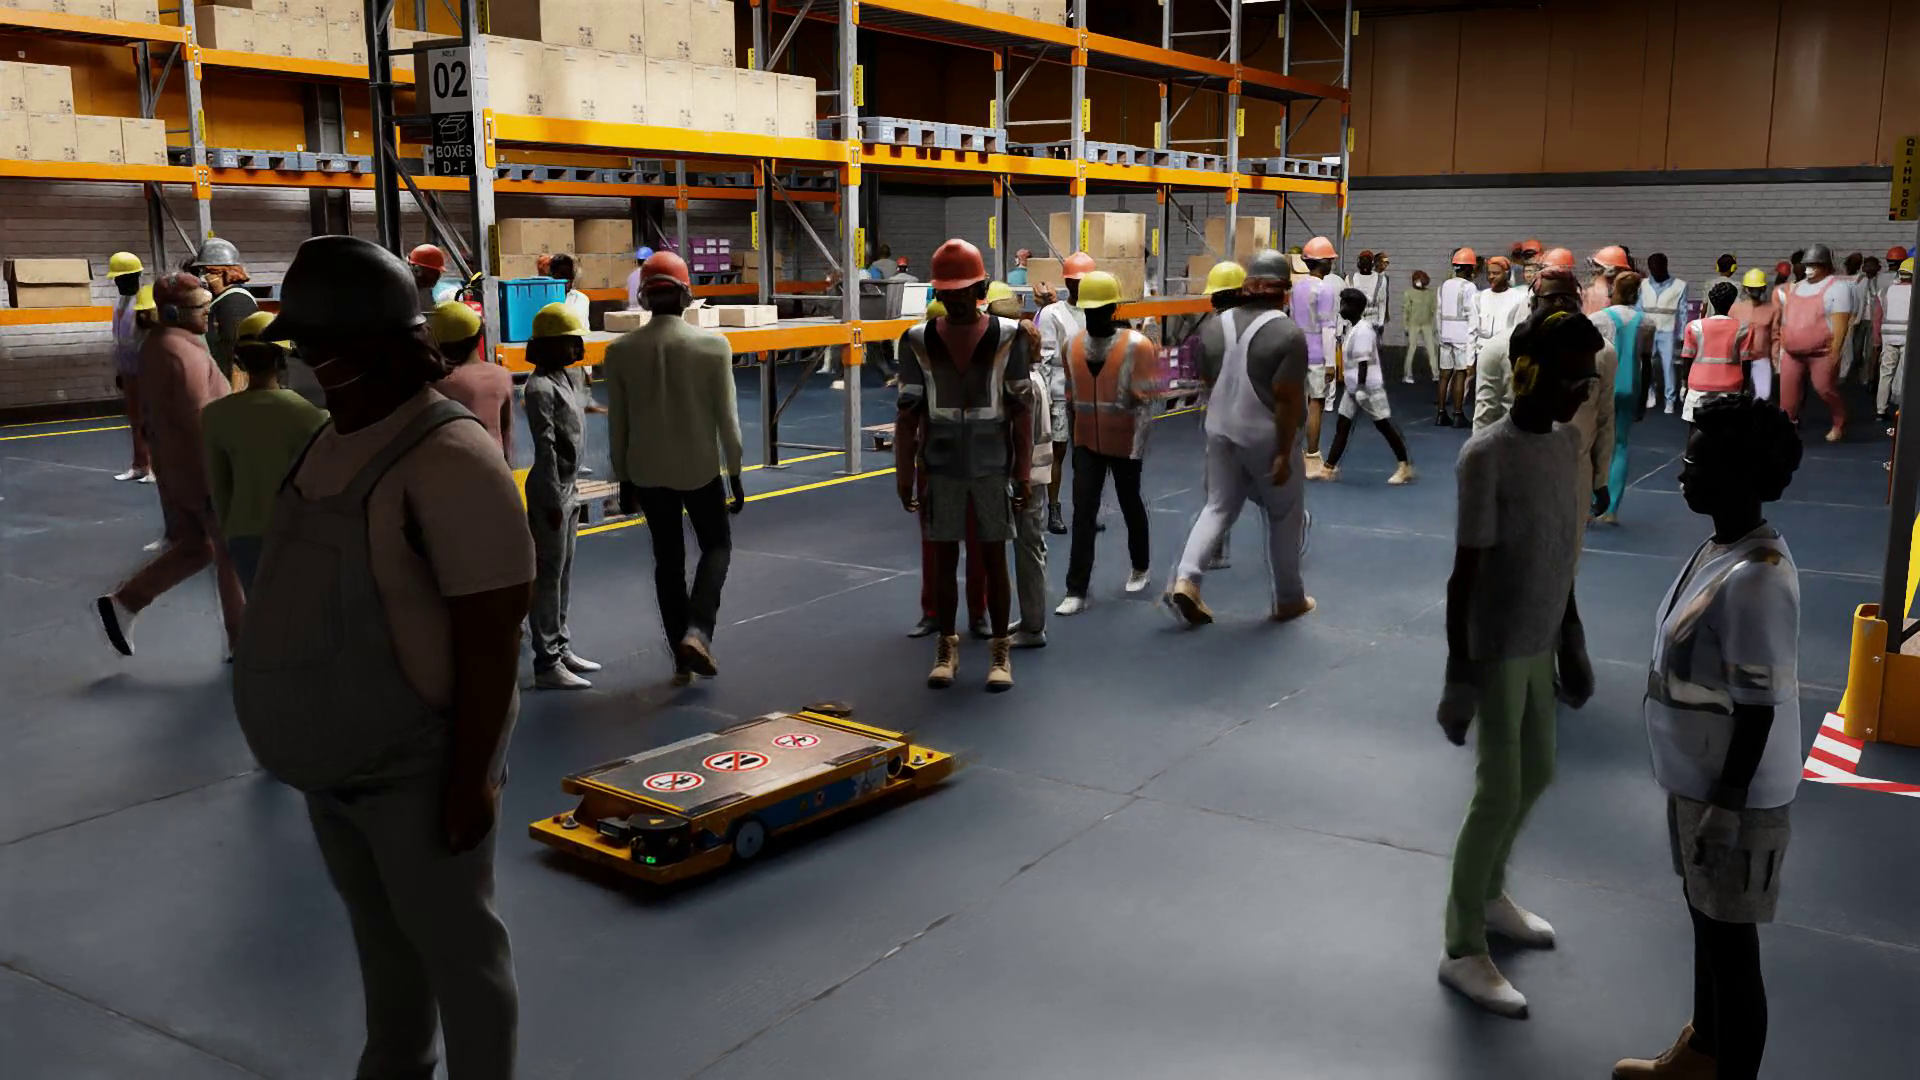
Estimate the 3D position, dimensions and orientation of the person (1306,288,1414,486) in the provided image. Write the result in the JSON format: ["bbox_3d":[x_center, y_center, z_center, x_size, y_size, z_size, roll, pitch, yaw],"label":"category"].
[{"bbox_3d":[3.350,-1.263,13.762,0.915,1.636,0.580,0,10,2],"label":"person"}]

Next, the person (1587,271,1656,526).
[{"bbox_3d":[4.667,-1.005,11.846,0.538,1.804,0.471,0,10,2],"label":"person"}]

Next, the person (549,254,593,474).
[{"bbox_3d":[-3.426,-1.490,14.272,0.388,1.908,0.584,9,14,42],"label":"person"}]

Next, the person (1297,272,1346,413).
[{"bbox_3d":[4.181,-2.434,19.508,0.639,1.902,0.407,-2,10,-11],"label":"person"}]

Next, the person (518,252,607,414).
[{"bbox_3d":[-4.613,-2.357,19.134,0.994,1.897,0.650,-1,10,-8],"label":"person"}]

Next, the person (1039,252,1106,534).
[{"bbox_3d":[0.810,-1.010,11.515,0.545,1.939,0.354,-4,11,-21],"label":"person"}]

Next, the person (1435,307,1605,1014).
[{"bbox_3d":[1.469,0.300,4.499,0.698,1.851,0.513,-9,14,-41],"label":"person"}]

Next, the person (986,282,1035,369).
[{"bbox_3d":[0.346,-1.022,12.169,0.518,1.723,0.408,9,14,41],"label":"person"}]

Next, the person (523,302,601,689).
[{"bbox_3d":[-1.816,-0.204,7.582,0.307,1.745,0.484,0,10,0],"label":"person"}]

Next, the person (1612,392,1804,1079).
[{"bbox_3d":[1.670,0.525,3.672,0.320,1.697,0.531,3,11,16],"label":"person"}]

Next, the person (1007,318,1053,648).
[{"bbox_3d":[0.311,-0.280,8.295,0.311,1.639,0.521,1,10,7],"label":"person"}]

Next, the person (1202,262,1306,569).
[{"bbox_3d":[1.762,-0.757,10.236,0.806,1.899,0.592,-5,11,-27],"label":"person"}]

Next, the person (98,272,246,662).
[{"bbox_3d":[-3.639,-0.317,7.852,0.772,1.872,0.662,-8,13,-38],"label":"person"}]

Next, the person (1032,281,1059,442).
[{"bbox_3d":[0.814,-1.621,15.727,0.311,1.639,0.514,-4,11,-20],"label":"person"}]

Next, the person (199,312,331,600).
[{"bbox_3d":[-2.672,-0.021,6.558,0.540,1.733,0.592,-1,10,-3],"label":"person"}]

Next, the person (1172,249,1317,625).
[{"bbox_3d":[1.492,-0.562,8.743,0.929,2.000,0.689,-9,14,-42],"label":"person"}]

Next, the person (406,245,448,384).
[{"bbox_3d":[-4.162,-1.305,13.017,0.394,1.985,0.611,-1,10,-5],"label":"person"}]

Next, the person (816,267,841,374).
[{"bbox_3d":[-1.952,-3.289,25.009,0.581,1.610,0.532,-7,12,-35],"label":"person"}]

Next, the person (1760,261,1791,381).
[{"bbox_3d":[11.682,-3.103,23.726,0.569,1.706,0.854,2,10,13],"label":"person"}]

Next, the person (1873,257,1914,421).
[{"bbox_3d":[10.484,-2.216,18.486,0.404,1.830,0.600,-9,13,-39],"label":"person"}]

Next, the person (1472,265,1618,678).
[{"bbox_3d":[2.674,-0.293,7.624,0.643,1.909,0.410,1,10,4],"label":"person"}]

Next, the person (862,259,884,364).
[{"bbox_3d":[-1.544,-3.818,27.338,0.624,1.844,0.430,-8,13,-37],"label":"person"}]

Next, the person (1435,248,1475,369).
[{"bbox_3d":[7.758,-3.621,26.078,0.648,1.898,0.607,3,11,15],"label":"person"}]

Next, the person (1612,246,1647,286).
[{"bbox_3d":[9.746,-3.311,24.269,0.795,1.946,0.441,1,10,4],"label":"person"}]

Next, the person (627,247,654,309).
[{"bbox_3d":[-4.193,-2.980,22.444,0.613,1.925,0.644,-9,13,-40],"label":"person"}]

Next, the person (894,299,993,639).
[{"bbox_3d":[-0.041,-0.353,8.392,0.582,1.754,0.359,1,10,3],"label":"person"}]

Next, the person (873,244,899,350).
[{"bbox_3d":[-1.375,-4.433,30.479,0.630,1.940,0.372,-3,11,-14],"label":"person"}]

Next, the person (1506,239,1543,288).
[{"bbox_3d":[6.680,-2.518,19.613,0.602,2.037,0.398,5,11,26],"label":"person"}]

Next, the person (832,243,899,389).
[{"bbox_3d":[-1.295,-3.060,22.586,1.075,2.000,0.692,-6,12,-29],"label":"person"}]

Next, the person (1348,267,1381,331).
[{"bbox_3d":[5.725,-3.158,23.753,0.654,1.811,0.539,4,11,20],"label":"person"}]
